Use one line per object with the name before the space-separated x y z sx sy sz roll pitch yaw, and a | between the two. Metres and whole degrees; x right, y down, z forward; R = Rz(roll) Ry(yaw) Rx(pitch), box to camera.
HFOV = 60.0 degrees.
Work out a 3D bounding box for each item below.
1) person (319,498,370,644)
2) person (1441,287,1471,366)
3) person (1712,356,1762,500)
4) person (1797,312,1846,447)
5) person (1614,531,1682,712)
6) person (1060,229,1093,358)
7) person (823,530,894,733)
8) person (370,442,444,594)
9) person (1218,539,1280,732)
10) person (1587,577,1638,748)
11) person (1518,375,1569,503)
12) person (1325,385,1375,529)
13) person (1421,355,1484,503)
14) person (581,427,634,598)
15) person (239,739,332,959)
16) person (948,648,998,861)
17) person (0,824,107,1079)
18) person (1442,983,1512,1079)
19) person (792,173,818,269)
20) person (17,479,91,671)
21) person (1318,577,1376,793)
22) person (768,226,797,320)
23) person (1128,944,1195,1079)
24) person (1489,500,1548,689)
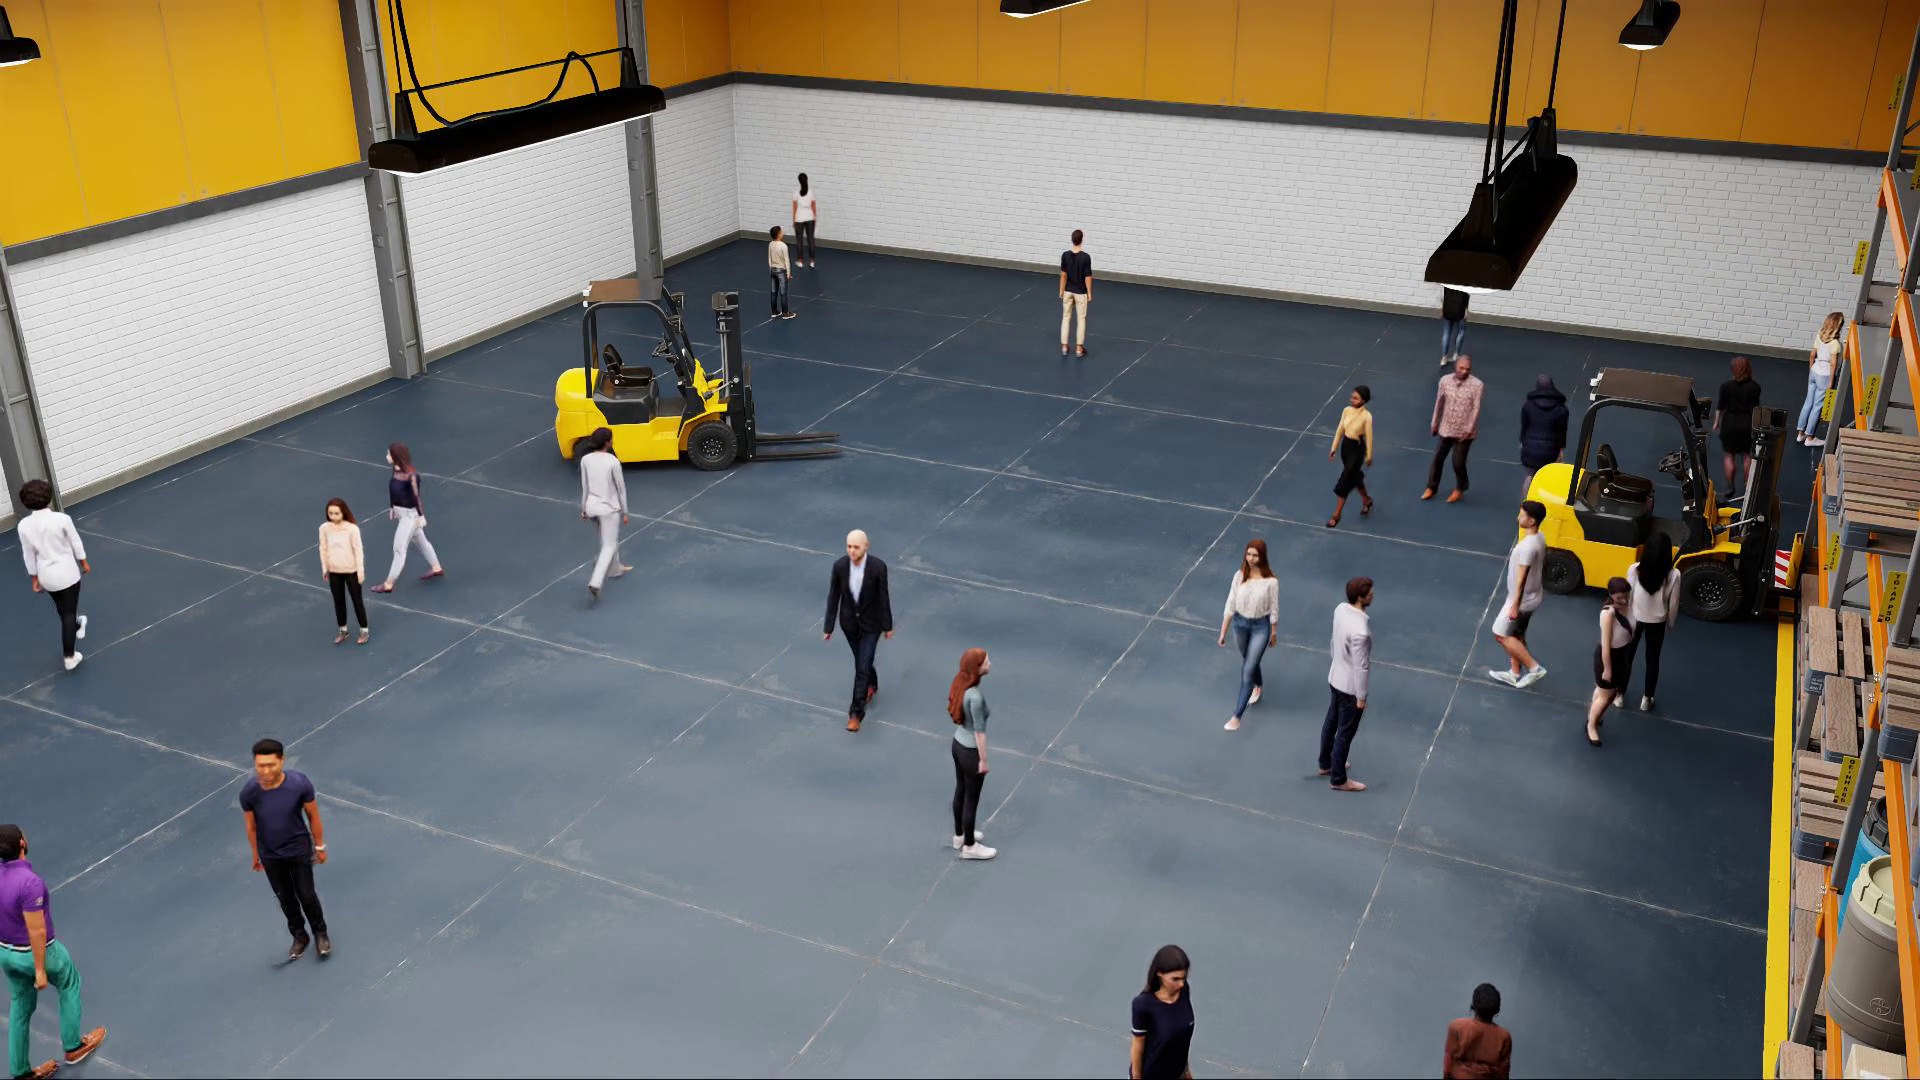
person | -5.889 0.279 15.946 0.643 1.480 0.632 3 24 6
person | 7.100 -3.311 23.966 0.689 1.636 0.744 19 30 36
person | 9.012 -1.261 19.232 0.719 1.670 0.620 13 27 27
person | 10.857 -2.040 20.950 0.770 1.722 0.661 -3 24 -7
person | 6.062 0.707 14.692 0.636 1.700 0.588 8 25 17
person | 1.695 -3.629 24.424 0.641 1.851 0.553 9 25 21
person | -0.848 0.717 14.602 0.857 1.754 1.239 6 24 14
person | -5.603 -0.240 17.038 1.129 1.557 0.928 -17 29 -34
person | 2.586 0.769 14.576 0.706 1.680 1.190 15 28 31
person | 5.505 1.014 14.098 0.833 1.614 0.540 11 26 24
person | 6.506 -1.018 18.708 0.698 1.645 0.936 12 26 26
person | 4.453 -0.948 18.584 1.072 1.615 0.926 -13 27 -28
person | 5.758 -1.287 19.145 0.763 1.788 0.795 20 30 37
person | -3.666 -0.259 16.906 0.685 1.696 1.107 9 25 20
person | -4.614 2.098 11.411 0.762 1.779 0.790 -4 24 -9
person | 0.077 1.605 12.586 0.723 1.743 0.660 -8 25 -17
person | -5.805 2.629 10.267 0.684 1.724 0.868 11 26 24
person | 2.964 3.176 9.635 0.646 1.228 0.902 6 24 13
person | -2.720 -5.616 29.231 0.687 1.641 0.744 -6 24 -14
person | -8.381 0.355 15.440 1.075 1.746 1.226 -5 24 -11
person | 3.150 1.138 13.519 0.821 1.850 0.708 -4 24 -8
person | -2.872 -4.237 26.296 0.571 1.465 0.547 15 28 31
person | 1.109 3.006 9.350 0.618 1.766 0.719 -15 28 -31
person | 5.140 0.535 14.918 0.790 1.835 0.714 14 27 29
